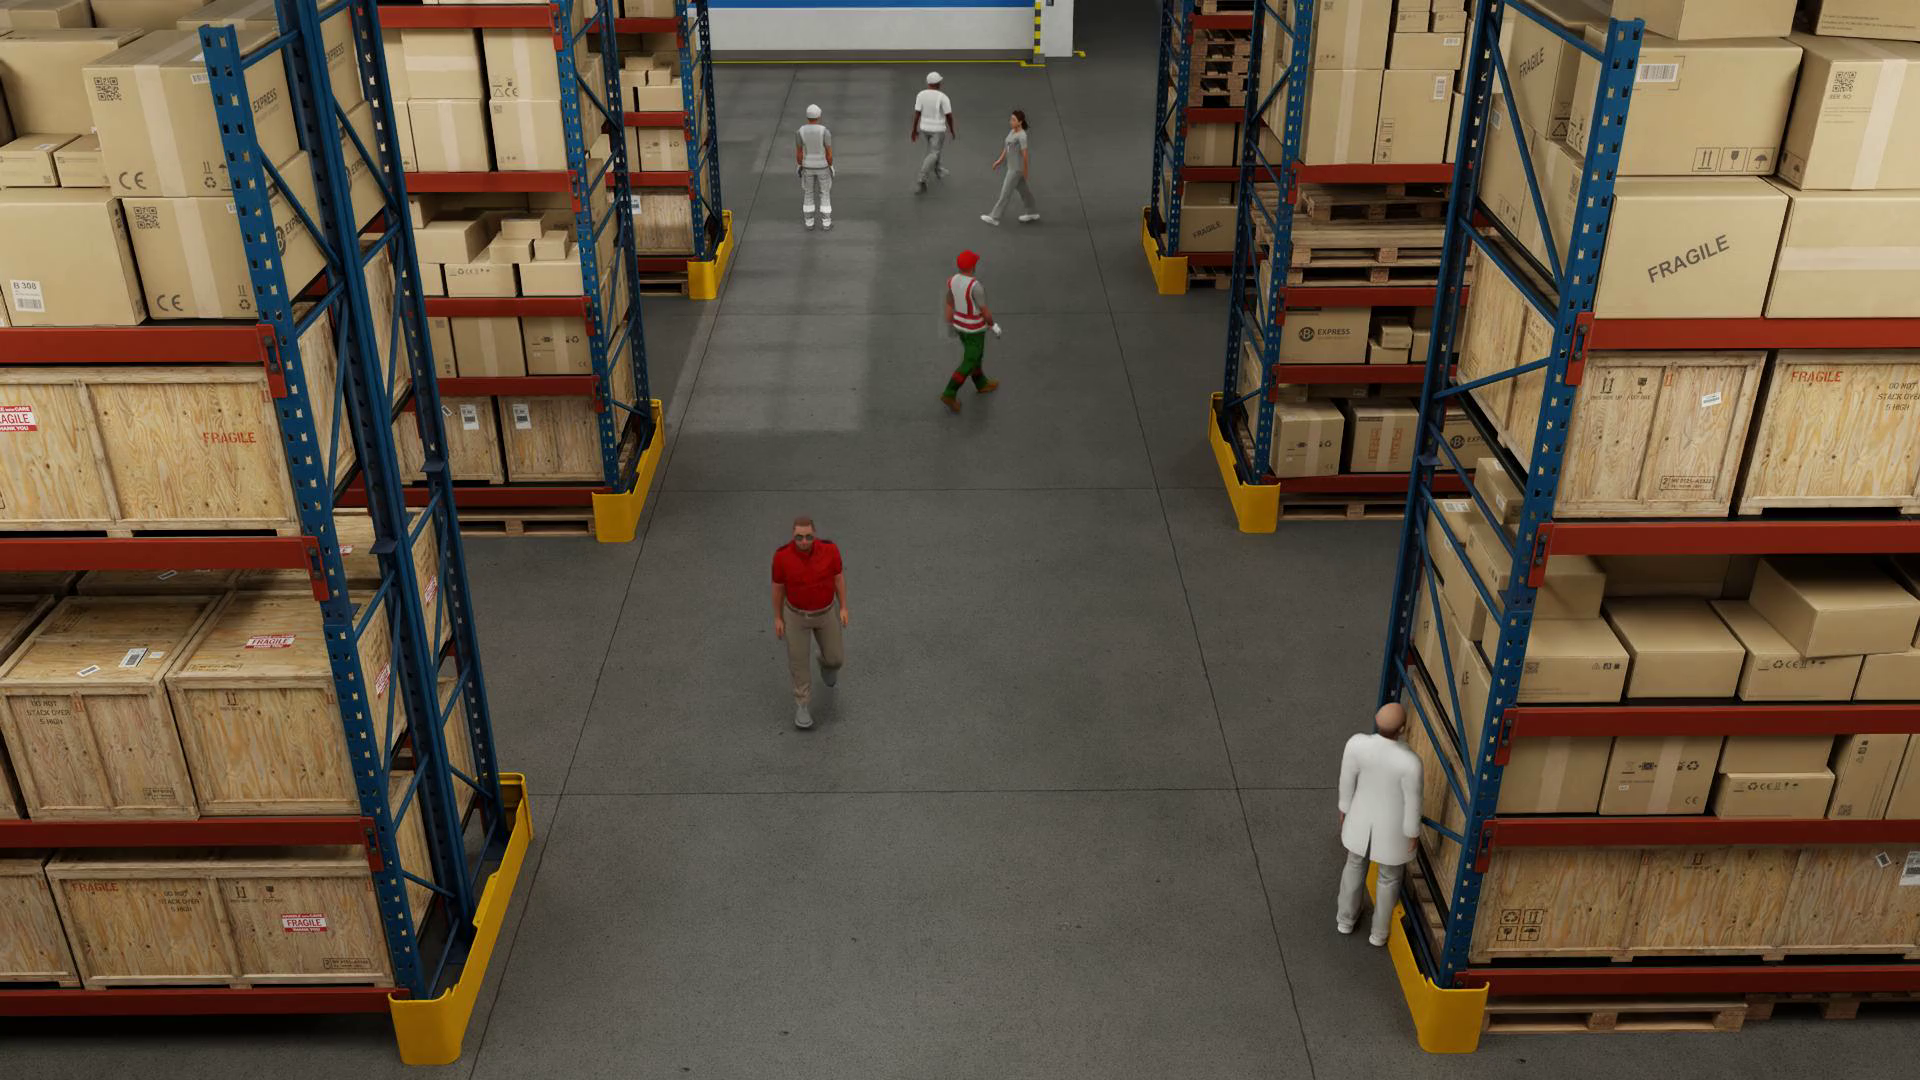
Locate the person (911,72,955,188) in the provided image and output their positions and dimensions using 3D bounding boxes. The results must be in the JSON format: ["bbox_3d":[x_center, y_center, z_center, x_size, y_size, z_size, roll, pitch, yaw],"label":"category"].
[{"bbox_3d":[-0.403,-6.385,25.813,0.601,1.726,1.082,18,33,29],"label":"person"}]

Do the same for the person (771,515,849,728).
[{"bbox_3d":[-1.156,0.558,12.867,0.590,1.732,0.635,-5,29,-10],"label":"person"}]

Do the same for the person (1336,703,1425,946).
[{"bbox_3d":[2.693,1.766,10.603,0.551,1.781,0.388,19,34,31],"label":"person"}]

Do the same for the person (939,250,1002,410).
[{"bbox_3d":[0.130,-2.337,18.245,1.001,1.758,0.547,-23,36,-36],"label":"person"}]

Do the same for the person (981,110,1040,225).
[{"bbox_3d":[0.726,-5.373,23.986,0.937,1.634,0.464,-7,29,-14],"label":"person"}]

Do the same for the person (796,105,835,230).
[{"bbox_3d":[-2.059,-5.345,23.821,0.547,1.794,0.377,2,28,4],"label":"person"}]
